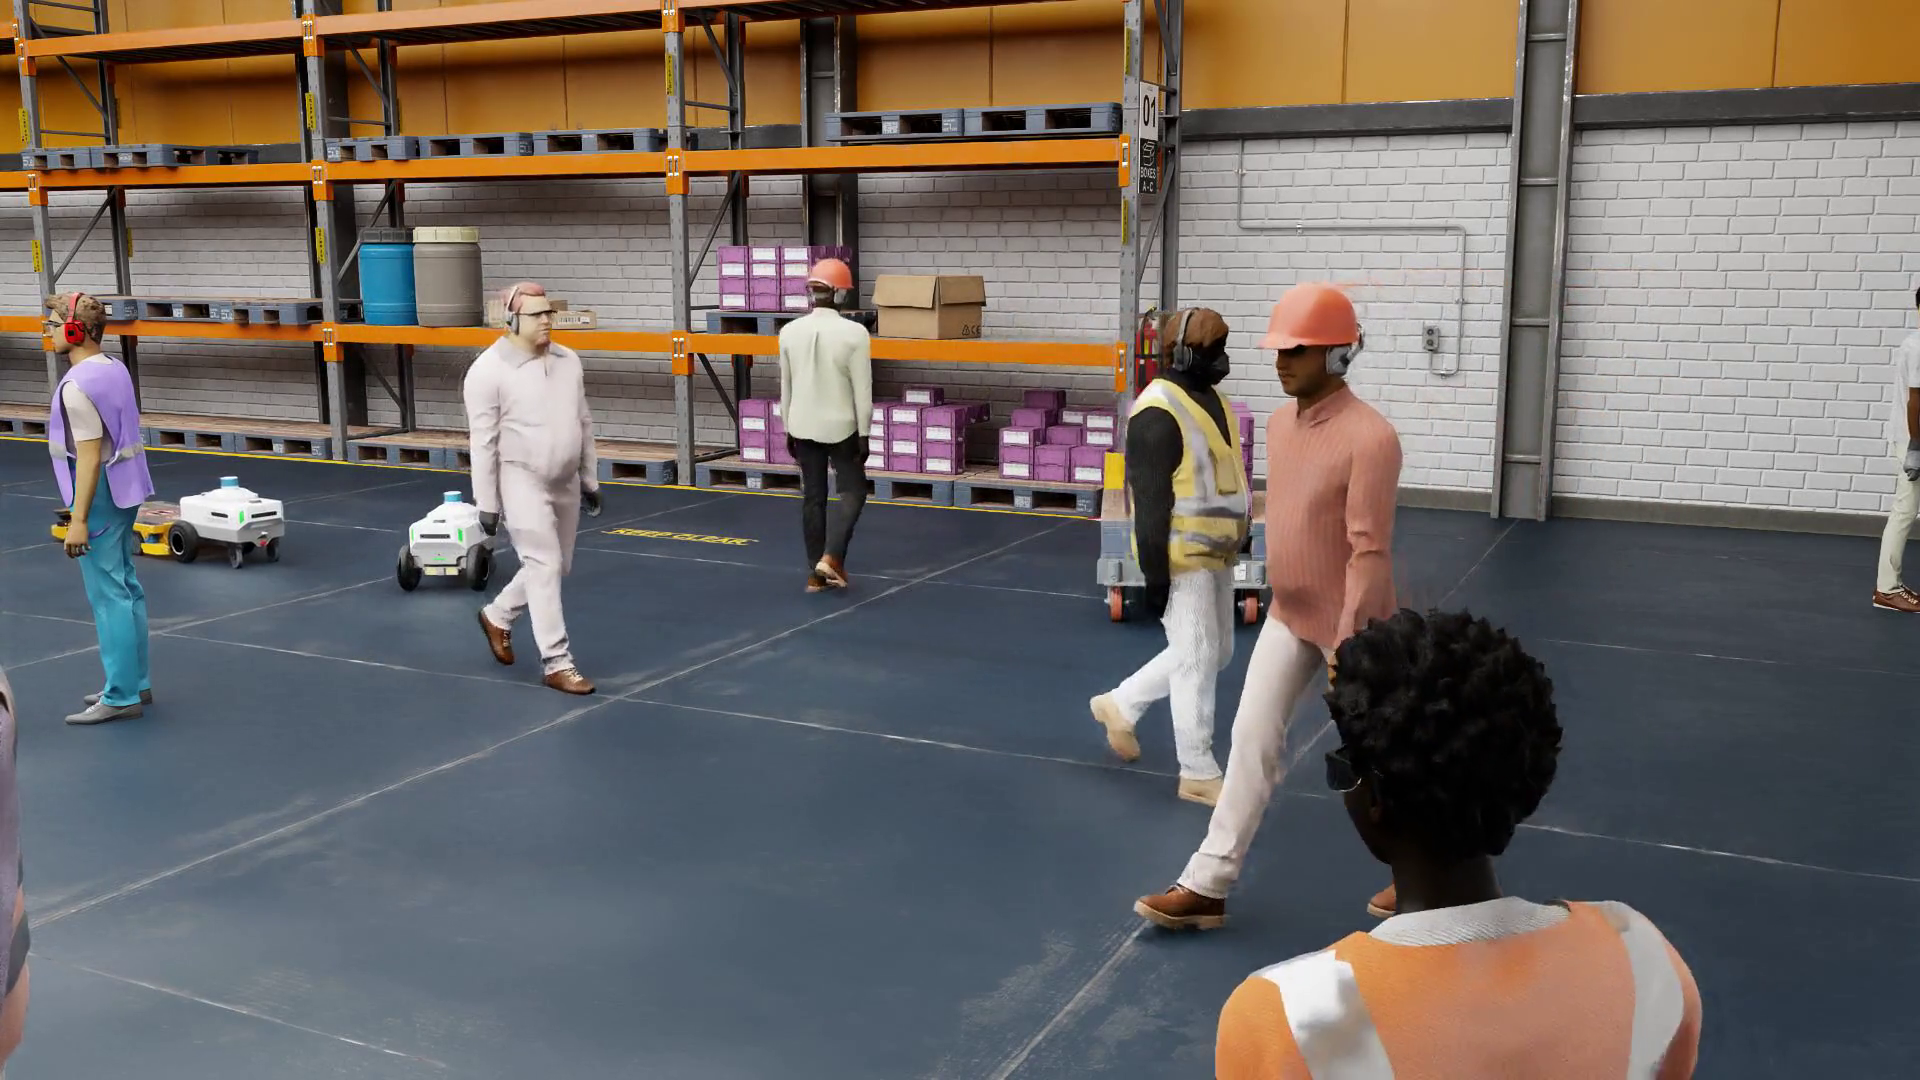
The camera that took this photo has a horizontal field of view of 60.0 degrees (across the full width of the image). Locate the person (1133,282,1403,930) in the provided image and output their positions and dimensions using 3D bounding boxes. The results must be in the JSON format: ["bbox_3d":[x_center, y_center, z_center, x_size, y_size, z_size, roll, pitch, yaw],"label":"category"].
[{"bbox_3d":[1.074,0.218,4.896,1.064,1.933,0.620,-4,11,-24],"label":"person"}]

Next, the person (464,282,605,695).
[{"bbox_3d":[-2.015,-0.258,7.747,0.839,1.883,0.641,6,12,31],"label":"person"}]

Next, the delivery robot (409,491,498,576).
[{"bbox_3d":[-3.064,-0.052,10.090,0.477,0.478,0.707,0,10,2],"label":"delivery robot"}]

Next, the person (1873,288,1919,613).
[{"bbox_3d":[5.395,-0.532,9.361,0.310,1.864,0.532,6,12,31],"label":"person"}]

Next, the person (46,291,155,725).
[{"bbox_3d":[-3.685,-0.136,7.148,0.389,1.847,0.567,-2,10,-14],"label":"person"}]

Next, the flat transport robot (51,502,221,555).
[{"bbox_3d":[-5.550,-0.098,11.437,1.431,0.197,0.652,7,12,33],"label":"flat transport robot"}]

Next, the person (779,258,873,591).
[{"bbox_3d":[-0.780,-0.657,9.775,0.620,1.979,0.440,4,11,21],"label":"person"}]

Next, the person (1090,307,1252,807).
[{"bbox_3d":[0.790,0.057,6.110,0.636,1.821,0.638,6,11,30],"label":"person"}]

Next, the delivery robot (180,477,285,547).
[{"bbox_3d":[-4.699,-0.165,10.740,0.707,0.478,0.477,7,12,33],"label":"delivery robot"}]

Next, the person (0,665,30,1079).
[{"bbox_3d":[-1.518,0.715,2.285,0.620,1.846,0.429,8,13,40],"label":"person"}]

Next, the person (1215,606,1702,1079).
[{"bbox_3d":[0.471,0.895,1.731,0.540,1.678,0.579,-2,10,-14],"label":"person"}]
